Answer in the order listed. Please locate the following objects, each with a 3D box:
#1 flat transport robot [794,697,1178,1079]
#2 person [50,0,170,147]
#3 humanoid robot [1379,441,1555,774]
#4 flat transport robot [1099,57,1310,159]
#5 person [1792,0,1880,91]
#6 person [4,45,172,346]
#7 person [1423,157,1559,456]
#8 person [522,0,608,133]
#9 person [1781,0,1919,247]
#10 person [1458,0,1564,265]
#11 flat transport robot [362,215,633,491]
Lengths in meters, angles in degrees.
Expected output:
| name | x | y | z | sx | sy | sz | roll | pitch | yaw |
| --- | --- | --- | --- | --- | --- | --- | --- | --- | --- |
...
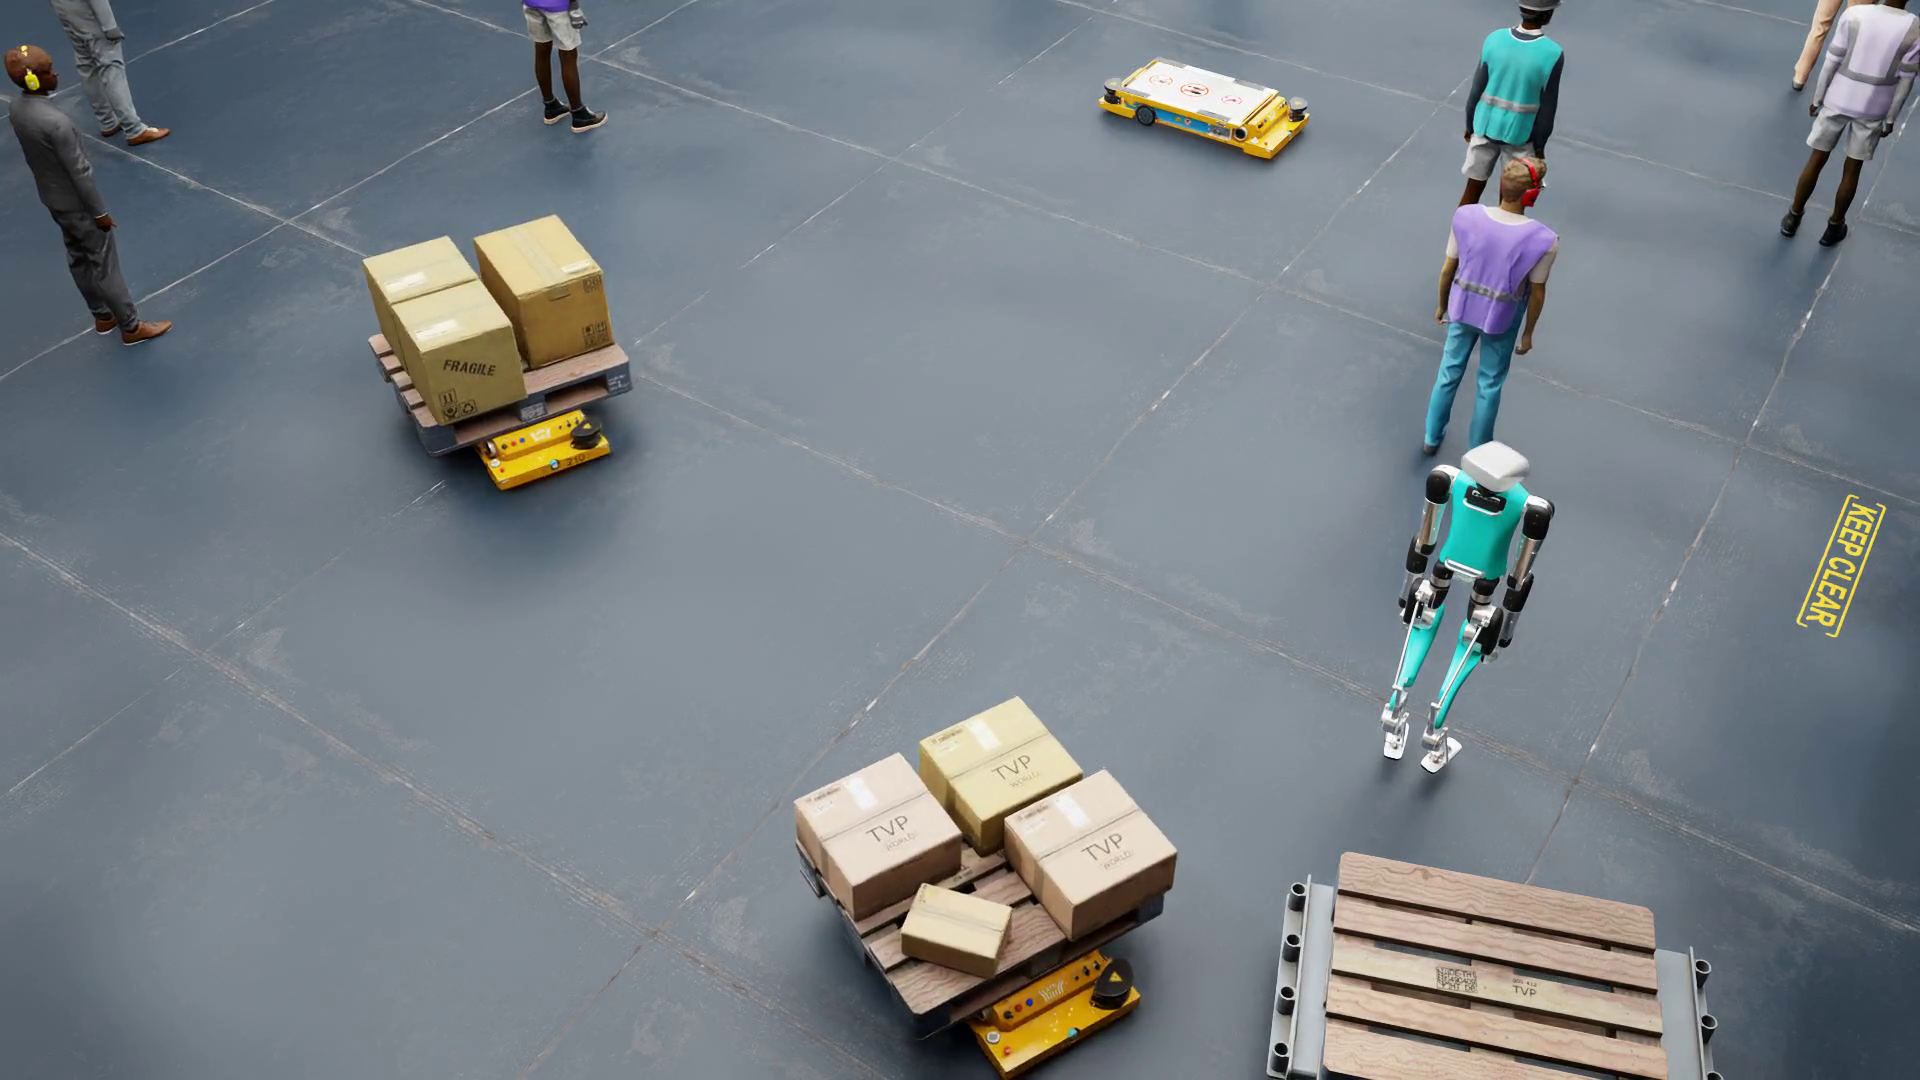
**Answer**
| name | x | y | z | sx | sy | sz | roll | pitch | yaw |
| --- | --- | --- | --- | --- | --- | --- | --- | --- | --- |
| flat transport robot | 0.082 | 1.549 | 7.046 | 0.659 | 0.231 | 1.431 | -22 | 46 | -23 |
| person | -6.140 | -3.719 | 11.716 | 0.640 | 1.905 | 0.402 | 25 | 47 | 25 |
| humanoid robot | 2.064 | 0.399 | 7.131 | 0.533 | 1.677 | 0.735 | 24 | 47 | 24 |
| flat transport robot | 1.817 | -3.238 | 12.403 | 1.431 | 0.231 | 0.659 | 24 | 47 | 24 |
| person | 6.606 | -4.118 | 12.332 | 0.461 | 1.673 | 0.371 | 25 | 47 | 25 |
| person | -5.225 | -2.014 | 9.830 | 0.491 | 1.873 | 0.358 | 25 | 47 | 25 |
| person | 2.810 | -1.190 | 8.931 | 0.562 | 1.841 | 0.393 | 25 | 47 | 25 |
| person | -2.925 | -3.870 | 11.839 | 0.606 | 1.963 | 0.370 | 25 | 47 | 25 |
| person | 5.760 | -2.814 | 10.677 | 0.545 | 1.937 | 0.376 | 25 | 47 | 25 |
| person | 3.406 | -2.555 | 10.387 | 0.550 | 1.938 | 0.430 | 25 | 47 | 25 |
| flat transport robot | -2.635 | -0.842 | 9.721 | 0.659 | 0.231 | 1.431 | -22 | 46 | -23 |
